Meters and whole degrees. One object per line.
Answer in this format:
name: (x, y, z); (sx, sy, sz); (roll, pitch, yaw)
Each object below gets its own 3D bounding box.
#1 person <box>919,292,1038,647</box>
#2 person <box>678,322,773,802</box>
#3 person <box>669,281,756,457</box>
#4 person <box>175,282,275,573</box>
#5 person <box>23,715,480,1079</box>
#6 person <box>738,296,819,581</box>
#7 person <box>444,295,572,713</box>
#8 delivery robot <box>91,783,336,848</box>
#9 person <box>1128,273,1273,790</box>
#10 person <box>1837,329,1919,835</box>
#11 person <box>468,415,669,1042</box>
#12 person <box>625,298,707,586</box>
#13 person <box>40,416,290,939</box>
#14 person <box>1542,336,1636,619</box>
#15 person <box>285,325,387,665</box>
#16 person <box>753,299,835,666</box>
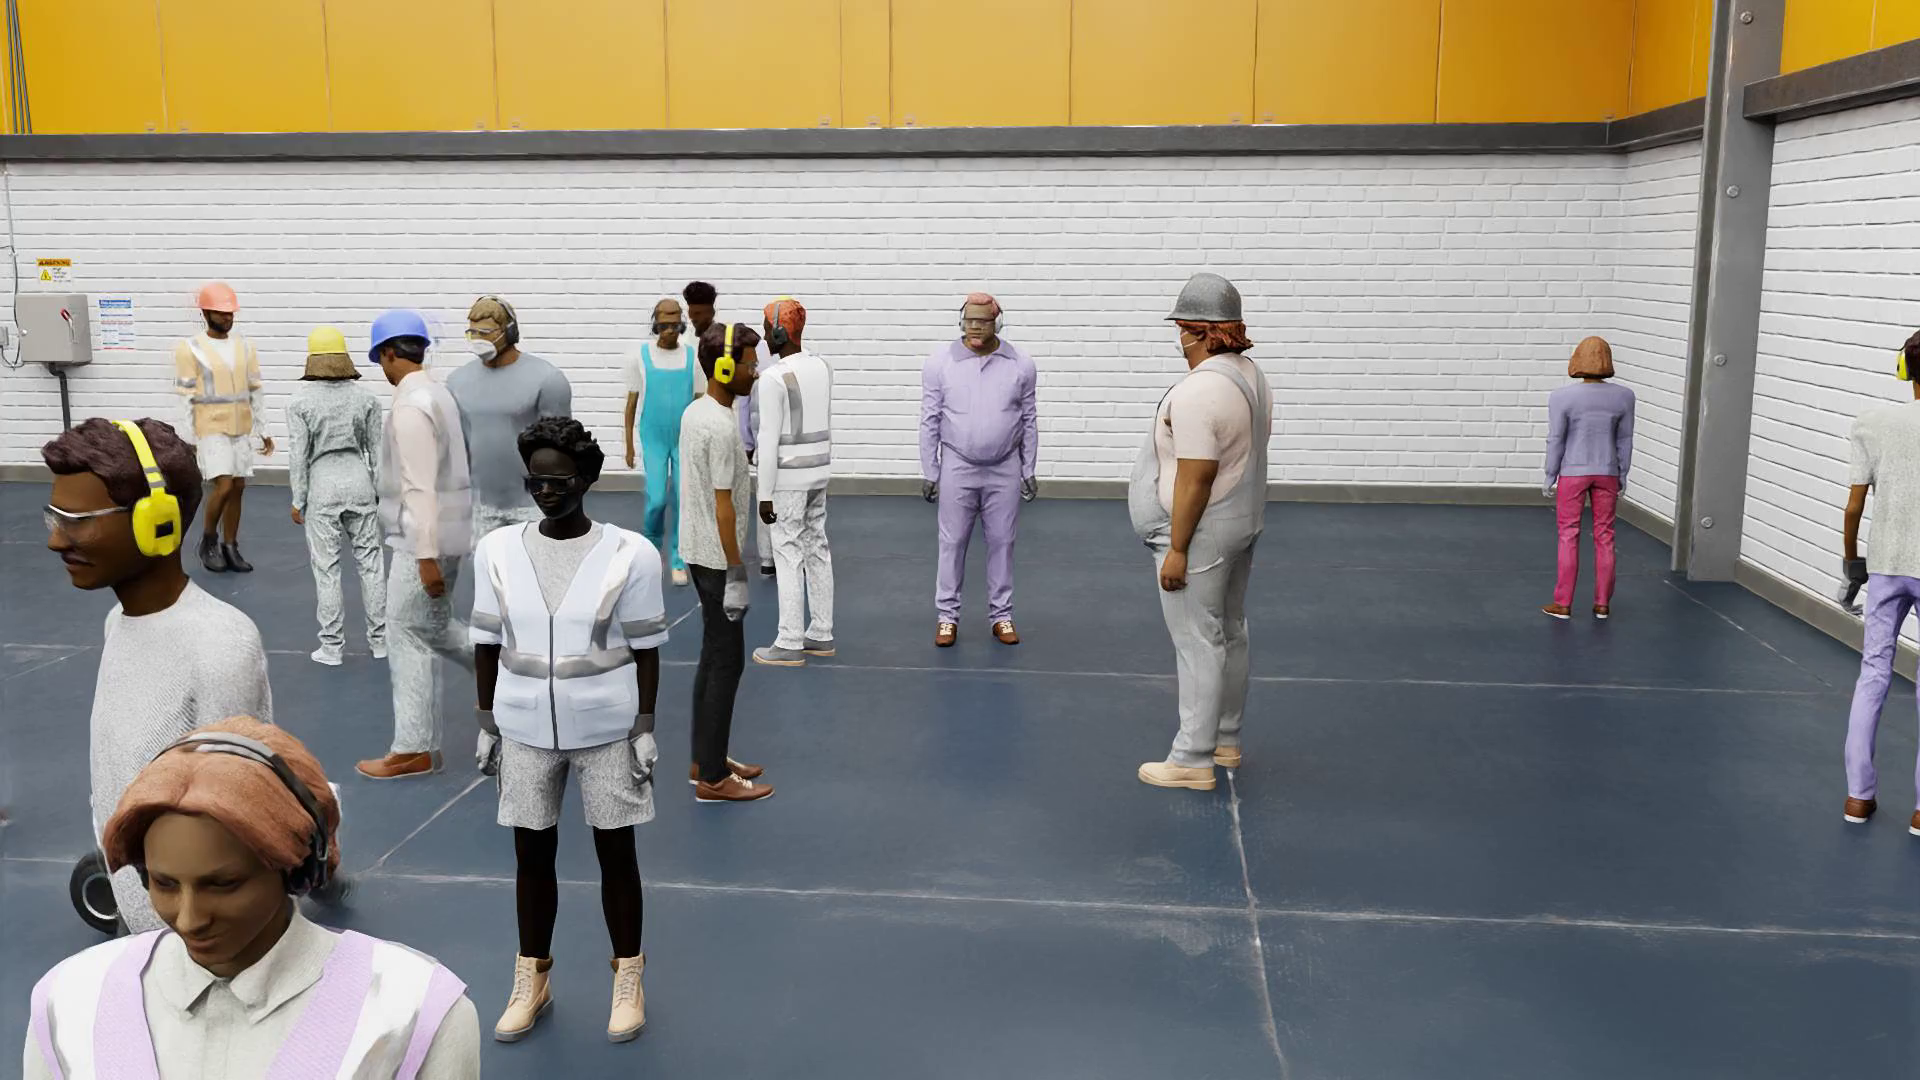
person: (0.109, -0.371, 8.929); (0.652, 1.904, 0.402); (-1, 10, -8)
person: (-0.917, 0.092, 6.423); (0.330, 1.856, 0.531); (-3, 10, -19)
person: (-1.686, -0.742, 10.988); (0.615, 1.917, 0.957); (3, 10, 17)
person: (-4.810, -0.721, 10.905); (0.424, 1.921, 0.547); (6, 12, 31)
person: (-0.776, 0.993, 1.876); (0.511, 1.639, 0.308); (0, 10, -2)
person: (-1.128, -0.647, 10.708); (0.592, 1.834, 0.404); (3, 10, 18)
person: (-2.052, -0.146, 7.586); (0.636, 1.929, 0.373); (3, 10, 14)
delivery robot: (-2.363, 0.891, 5.294); (0.707, 0.478, 0.477); (2, 10, 11)
person: (0.934, -0.040, 6.641); (0.537, 2.000, 0.683); (5, 11, 29)
person: (3.497, 0.141, 6.089); (0.327, 1.874, 0.517); (-10, 14, -43)
person: (-1.050, 0.511, 4.471); (0.534, 1.697, 0.318); (0, 10, 1)
person: (-1.838, -0.612, 10.523); (0.534, 1.825, 0.422); (-4, 11, -21)
person: (-1.324, 0.714, 2.844); (0.506, 1.864, 0.332); (10, 14, 43)
person: (3.615, -0.355, 9.601); (0.500, 1.636, 0.282); (0, 10, 0)
person: (-3.212, -0.230, 8.587); (0.492, 1.741, 0.318); (-8, 12, -37)
person: (-0.851, -0.290, 8.541); (0.358, 1.880, 0.575); (6, 11, 30)
